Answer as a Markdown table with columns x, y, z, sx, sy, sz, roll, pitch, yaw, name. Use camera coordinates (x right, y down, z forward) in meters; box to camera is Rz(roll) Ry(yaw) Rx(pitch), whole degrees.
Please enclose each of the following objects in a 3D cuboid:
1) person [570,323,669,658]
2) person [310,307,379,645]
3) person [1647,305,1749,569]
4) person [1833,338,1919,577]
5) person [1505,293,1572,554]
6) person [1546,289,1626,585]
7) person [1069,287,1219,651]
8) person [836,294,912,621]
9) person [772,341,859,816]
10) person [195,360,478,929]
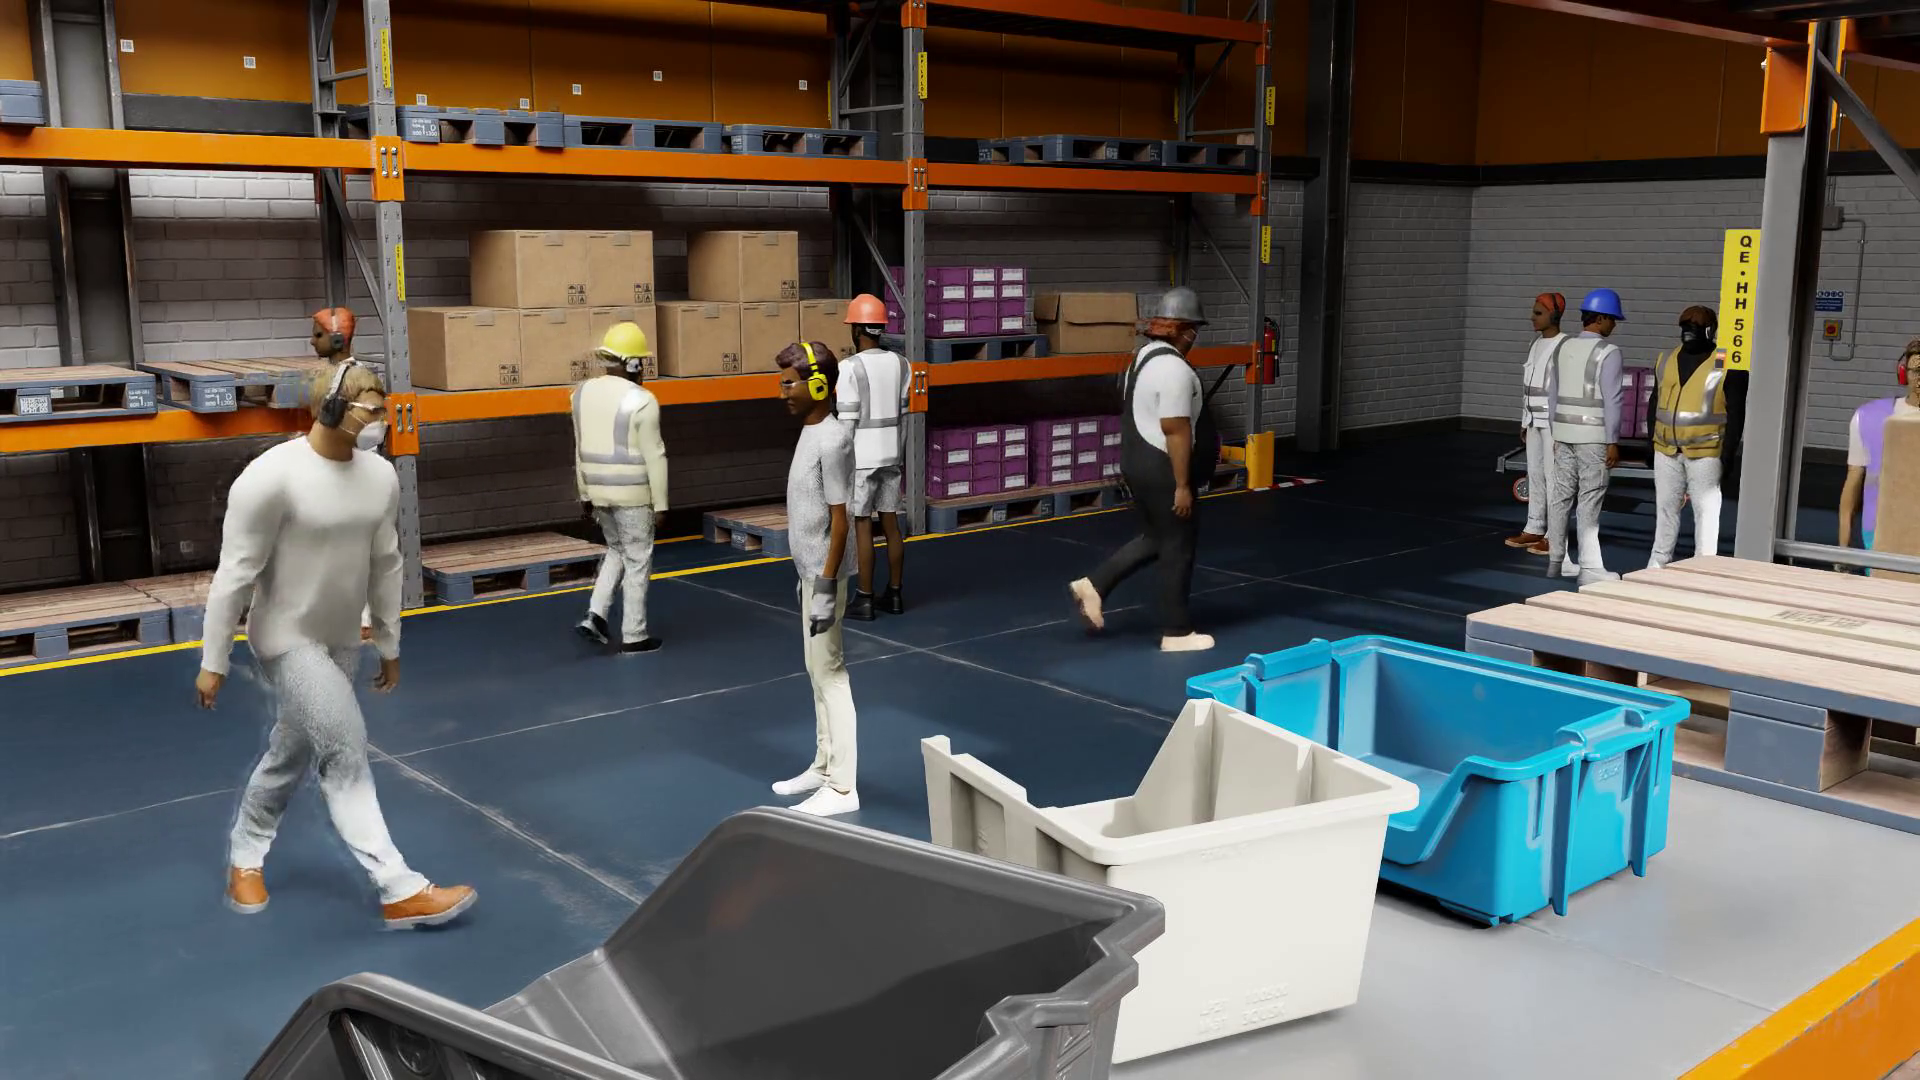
| x | y | z | sx | sy | sz | roll | pitch | yaw | name |
| --- | --- | --- | --- | --- | --- | --- | --- | --- | --- |
| -1.803 | -0.257 | 8.959 | 0.612 | 1.813 | 0.421 | 7 | 12 | 33 | person |
| -3.425 | -0.348 | 9.279 | 0.358 | 1.882 | 0.591 | -3 | 11 | -18 | person |
| 4.689 | -0.578 | 10.683 | 0.430 | 1.844 | 0.623 | -8 | 13 | -36 | person |
| 4.232 | 0.008 | 7.426 | 0.571 | 1.829 | 0.445 | 6 | 12 | 31 | person |
| 4.240 | -0.840 | 12.030 | 0.337 | 1.882 | 0.584 | -2 | 10 | -11 | person |
| 4.137 | -0.679 | 10.981 | 0.410 | 1.937 | 0.605 | -4 | 11 | -20 | person |
| 1.056 | -0.399 | 9.127 | 0.729 | 2.000 | 0.707 | -2 | 10 | -9 | person |
| -0.541 | -0.485 | 9.895 | 0.354 | 1.939 | 0.544 | 10 | 14 | 44 | person |
| -0.567 | 0.156 | 6.517 | 0.329 | 1.865 | 0.508 | -3 | 10 | -14 | person |
| -2.120 | 0.350 | 5.440 | 1.006 | 1.867 | 0.680 | 4 | 11 | 19 | person |
